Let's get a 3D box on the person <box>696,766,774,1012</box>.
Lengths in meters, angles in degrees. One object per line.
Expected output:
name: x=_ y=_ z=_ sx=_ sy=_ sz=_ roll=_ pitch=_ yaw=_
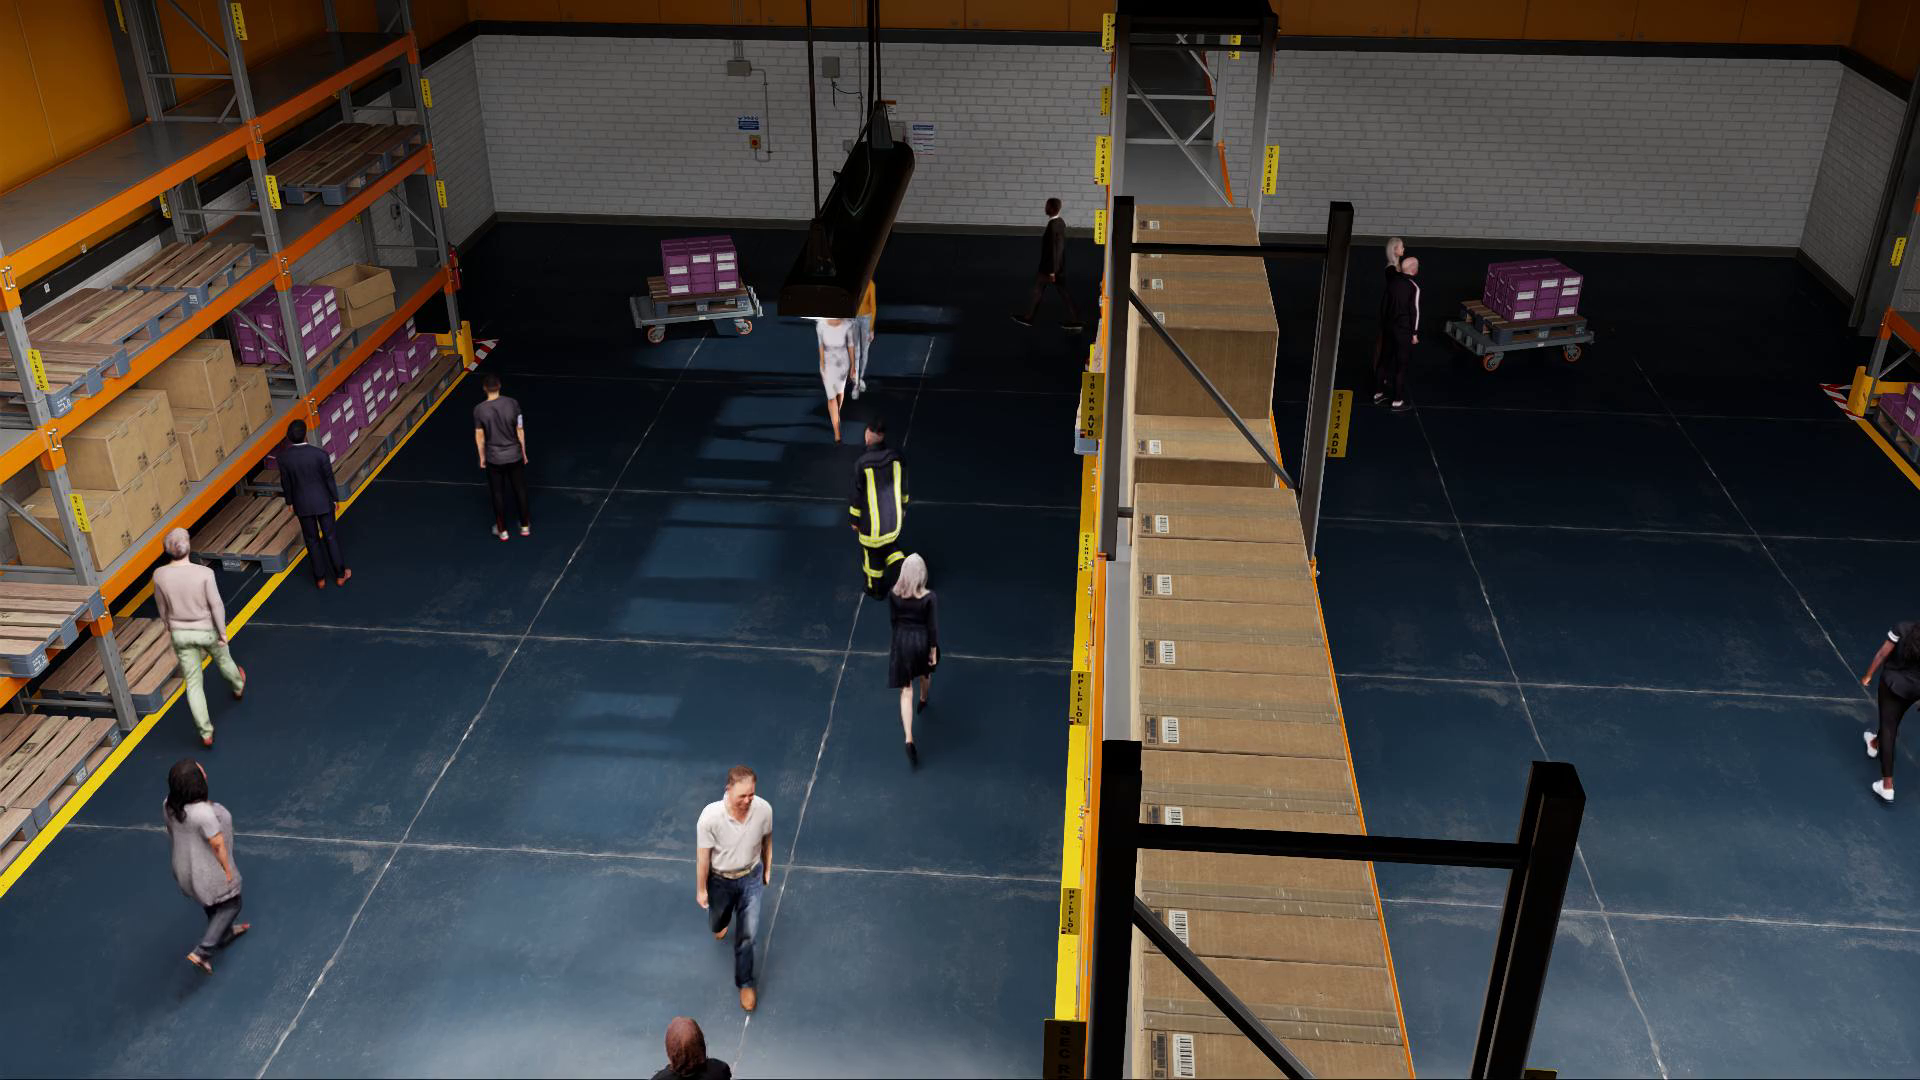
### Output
person: x=-1.510 y=2.181 z=11.034 sx=0.926 sy=1.821 sz=1.179 roll=-4 pitch=29 yaw=-8

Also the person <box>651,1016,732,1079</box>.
person: x=-1.395 y=3.366 z=9.037 sx=0.759 sy=1.652 sz=1.128 roll=-4 pitch=29 yaw=-8

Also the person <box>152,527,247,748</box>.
person: x=-6.227 y=0.824 z=13.517 sx=0.990 sy=1.825 sz=1.291 roll=-8 pitch=30 yaw=-15

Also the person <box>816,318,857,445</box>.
person: x=-1.423 y=-1.979 z=18.794 sx=0.785 sy=1.693 sz=1.112 roll=-5 pitch=29 yaw=-10

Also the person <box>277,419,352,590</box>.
person: x=-6.126 y=-0.335 z=15.745 sx=0.685 sy=1.726 sz=0.638 roll=-6 pitch=29 yaw=-10

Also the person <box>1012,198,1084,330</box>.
person: x=1.289 y=-3.521 z=21.560 sx=0.998 sy=1.750 sz=1.221 roll=11 pitch=31 yaw=20

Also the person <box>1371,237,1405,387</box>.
person: x=5.189 y=-2.780 z=20.121 sx=0.667 sy=1.827 sz=0.489 roll=7 pitch=29 yaw=12

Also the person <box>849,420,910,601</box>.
person: x=-0.713 y=-0.241 z=15.443 sx=0.986 sy=1.849 sz=1.049 roll=-19 pitch=34 yaw=-31

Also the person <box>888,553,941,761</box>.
person: x=-0.398 y=0.958 z=13.414 sx=0.571 sy=1.687 sz=1.167 roll=4 pitch=29 yaw=7

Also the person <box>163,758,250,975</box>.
person: x=-5.148 y=2.216 z=11.210 sx=0.779 sy=1.590 sz=0.928 roll=12 pitch=31 yaw=21

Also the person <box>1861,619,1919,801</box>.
person: x=7.340 y=1.219 z=12.935 sx=0.701 sy=1.688 sz=1.174 roll=6 pitch=29 yaw=10

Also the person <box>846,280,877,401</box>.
person: x=-1.185 y=-2.591 z=19.877 sx=0.626 sy=1.729 sz=0.815 roll=-1 pitch=29 yaw=-2

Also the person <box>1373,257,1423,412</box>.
person: x=5.134 y=-2.432 z=19.475 sx=0.830 sy=1.834 sz=0.739 roll=-17 pitch=33 yaw=-29

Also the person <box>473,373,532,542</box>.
person: x=-4.568 y=-0.831 z=16.616 sx=0.709 sy=1.761 sz=0.697 roll=-10 pitch=30 yaw=-17
